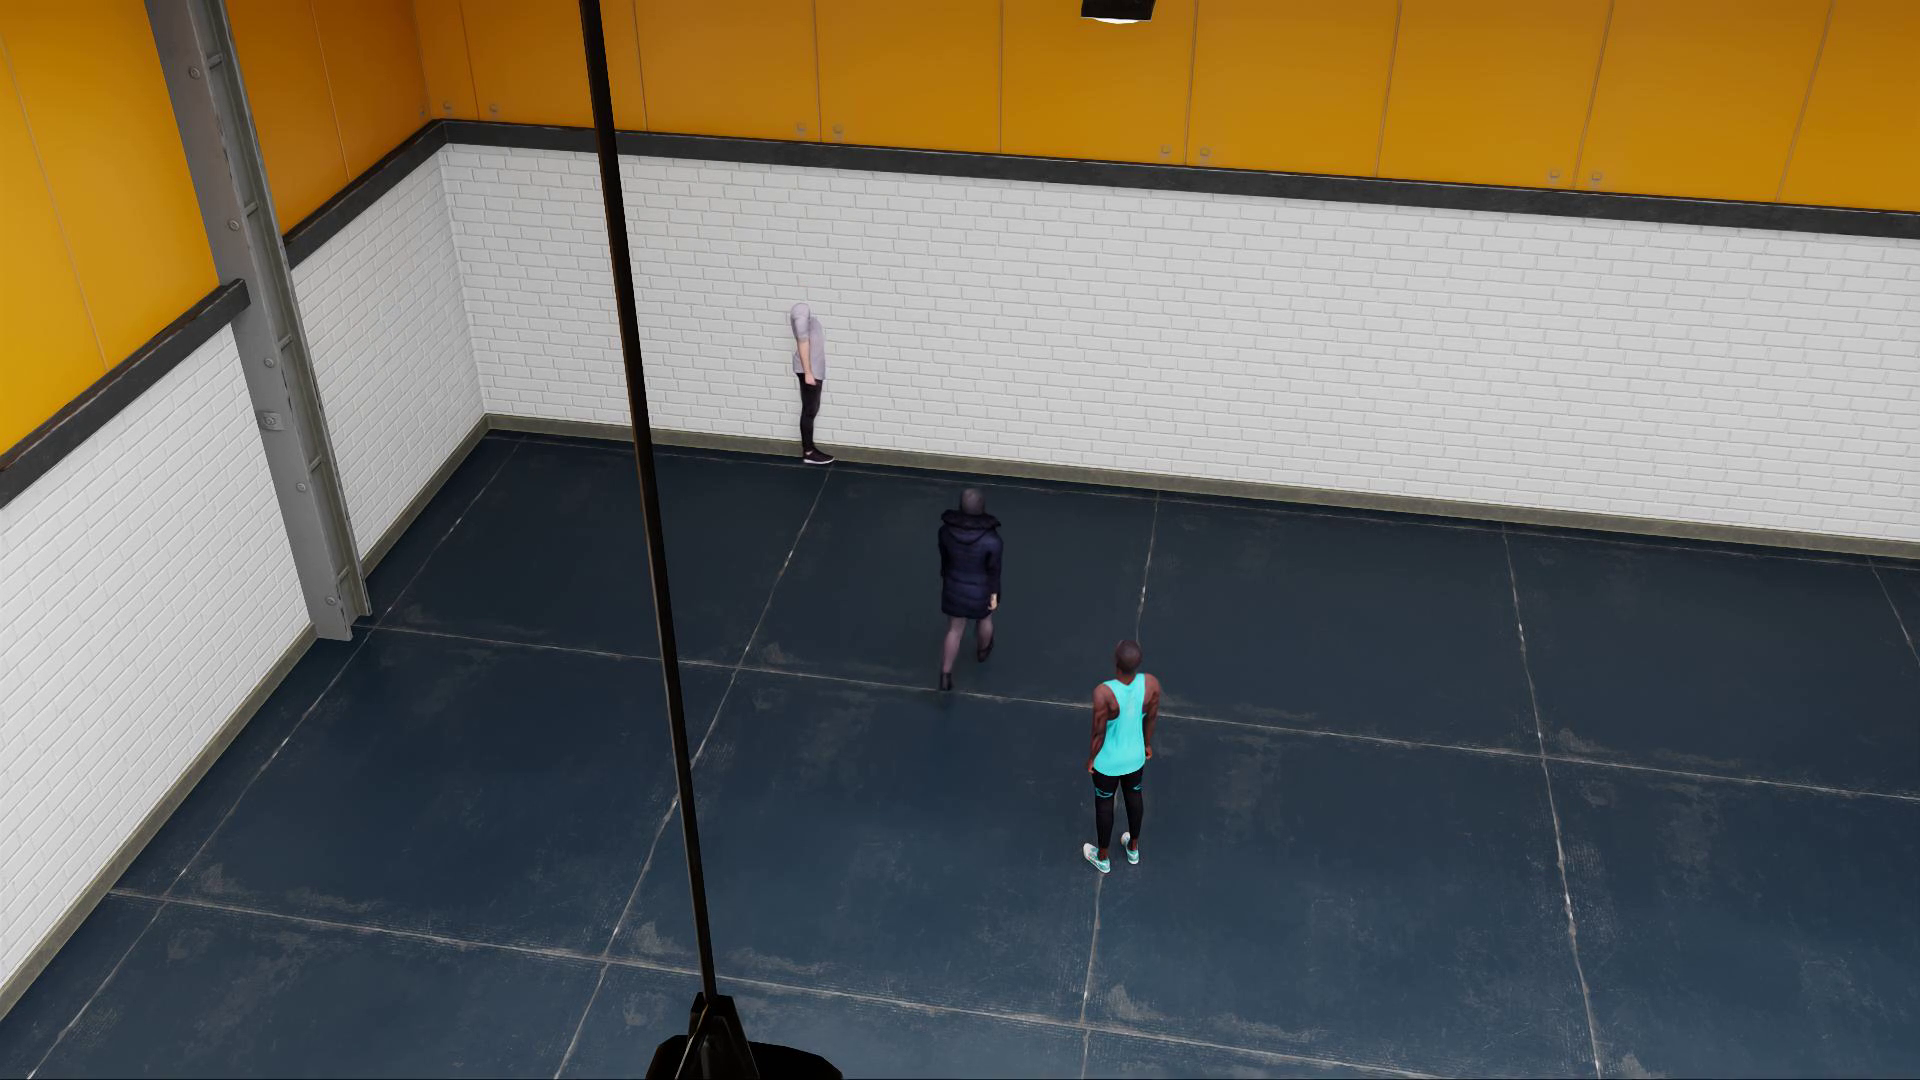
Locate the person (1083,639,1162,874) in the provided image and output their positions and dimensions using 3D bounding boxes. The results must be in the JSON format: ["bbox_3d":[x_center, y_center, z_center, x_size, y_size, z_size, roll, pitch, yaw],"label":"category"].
[{"bbox_3d":[1.025,1.375,10.602,0.675,1.811,0.674,-11,35,-16],"label":"person"}]

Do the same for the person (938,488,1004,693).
[{"bbox_3d":[0.032,0.393,12.231,0.809,1.643,1.140,12,35,17],"label":"person"}]

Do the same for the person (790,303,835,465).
[{"bbox_3d":[-1.360,-1.587,15.037,0.757,1.835,0.567,2,34,2],"label":"person"}]
